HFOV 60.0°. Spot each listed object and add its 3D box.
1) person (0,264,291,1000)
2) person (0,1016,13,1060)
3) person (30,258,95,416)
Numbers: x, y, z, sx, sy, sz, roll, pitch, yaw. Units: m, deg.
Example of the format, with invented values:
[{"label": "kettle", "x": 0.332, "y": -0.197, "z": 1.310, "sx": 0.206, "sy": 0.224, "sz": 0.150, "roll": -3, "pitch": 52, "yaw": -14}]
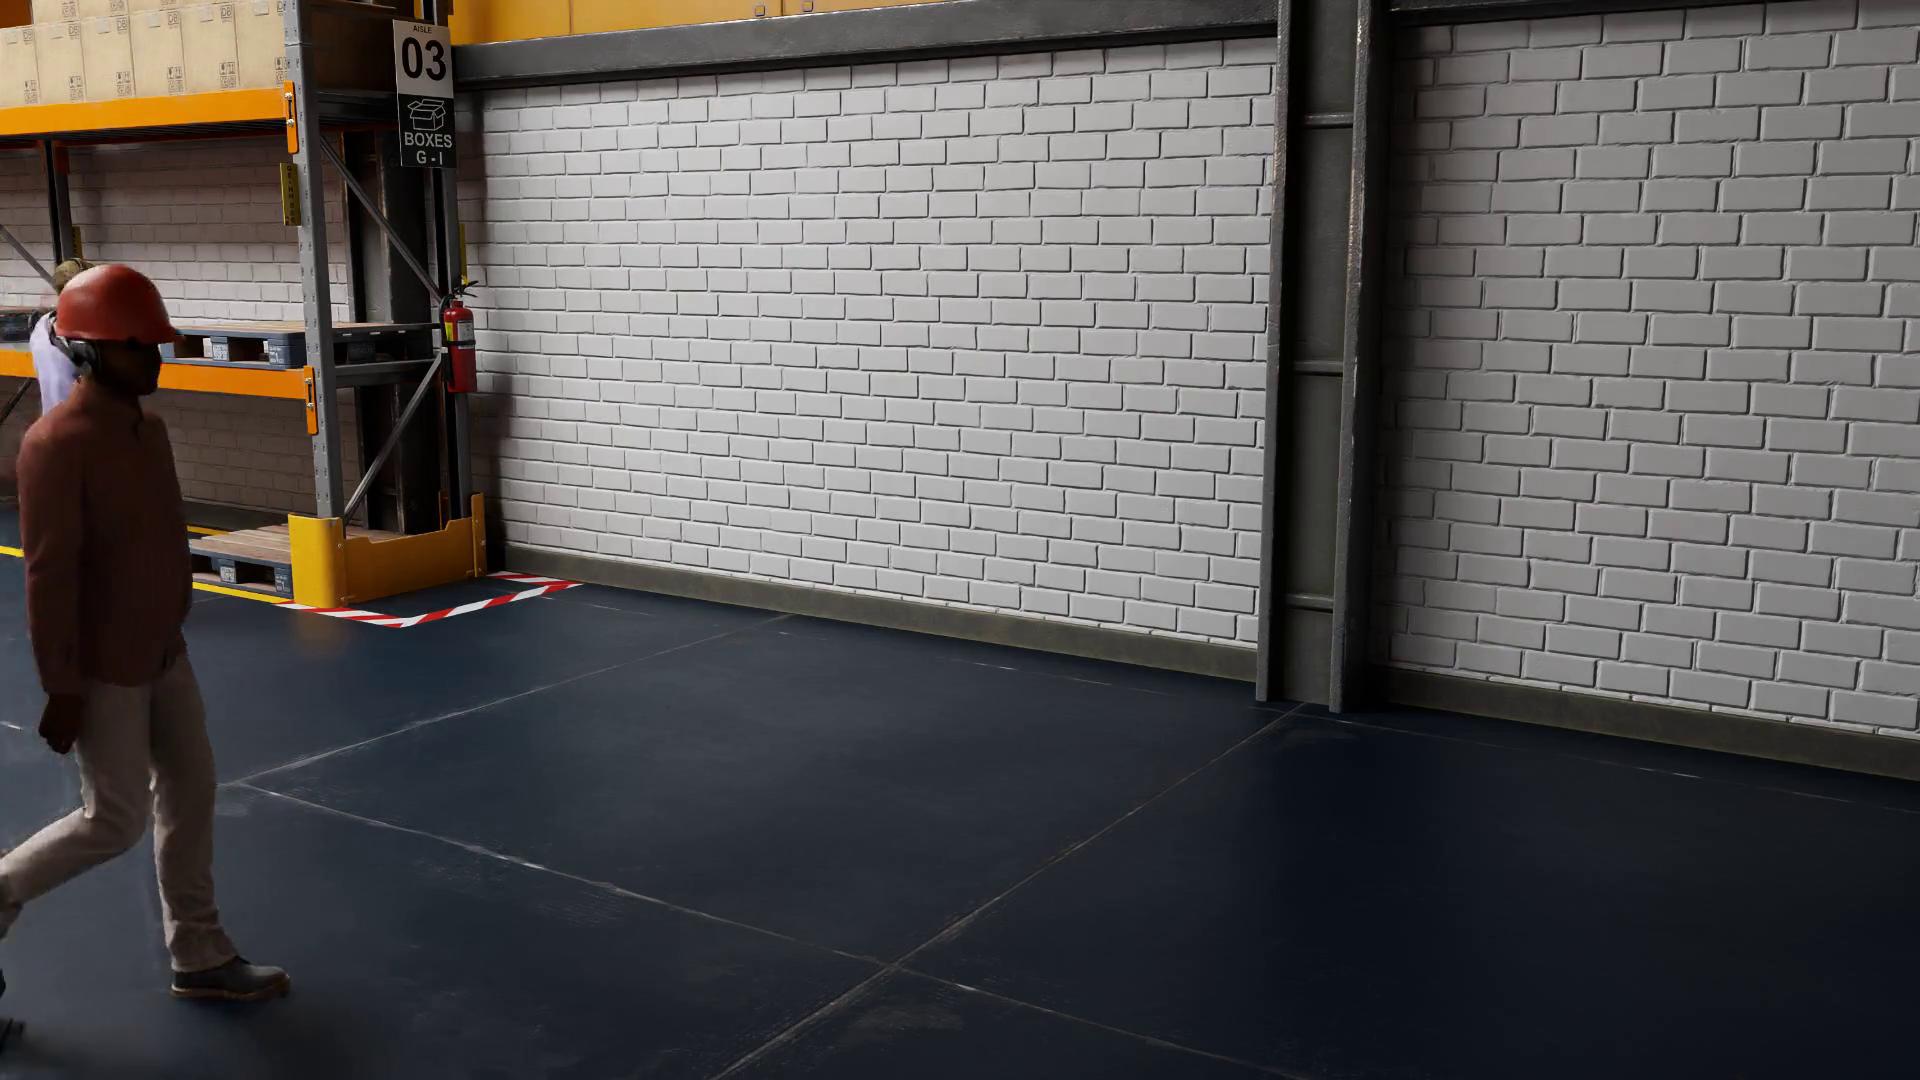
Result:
[{"label": "person", "x": -2.232, "y": 0.288, "z": 4.248, "sx": 0.771, "sy": 1.969, "sz": 0.619, "roll": -1, "pitch": 10, "yaw": -4}, {"label": "person", "x": -2.549, "y": 0.473, "z": 3.716, "sx": 0.774, "sy": 1.794, "sz": 0.612, "roll": 1, "pitch": 10, "yaw": 4}, {"label": "person", "x": -4.555, "y": -0.490, "z": 8.657, "sx": 0.628, "sy": 1.932, "sz": 0.361, "roll": 7, "pitch": 13, "yaw": 35}]
